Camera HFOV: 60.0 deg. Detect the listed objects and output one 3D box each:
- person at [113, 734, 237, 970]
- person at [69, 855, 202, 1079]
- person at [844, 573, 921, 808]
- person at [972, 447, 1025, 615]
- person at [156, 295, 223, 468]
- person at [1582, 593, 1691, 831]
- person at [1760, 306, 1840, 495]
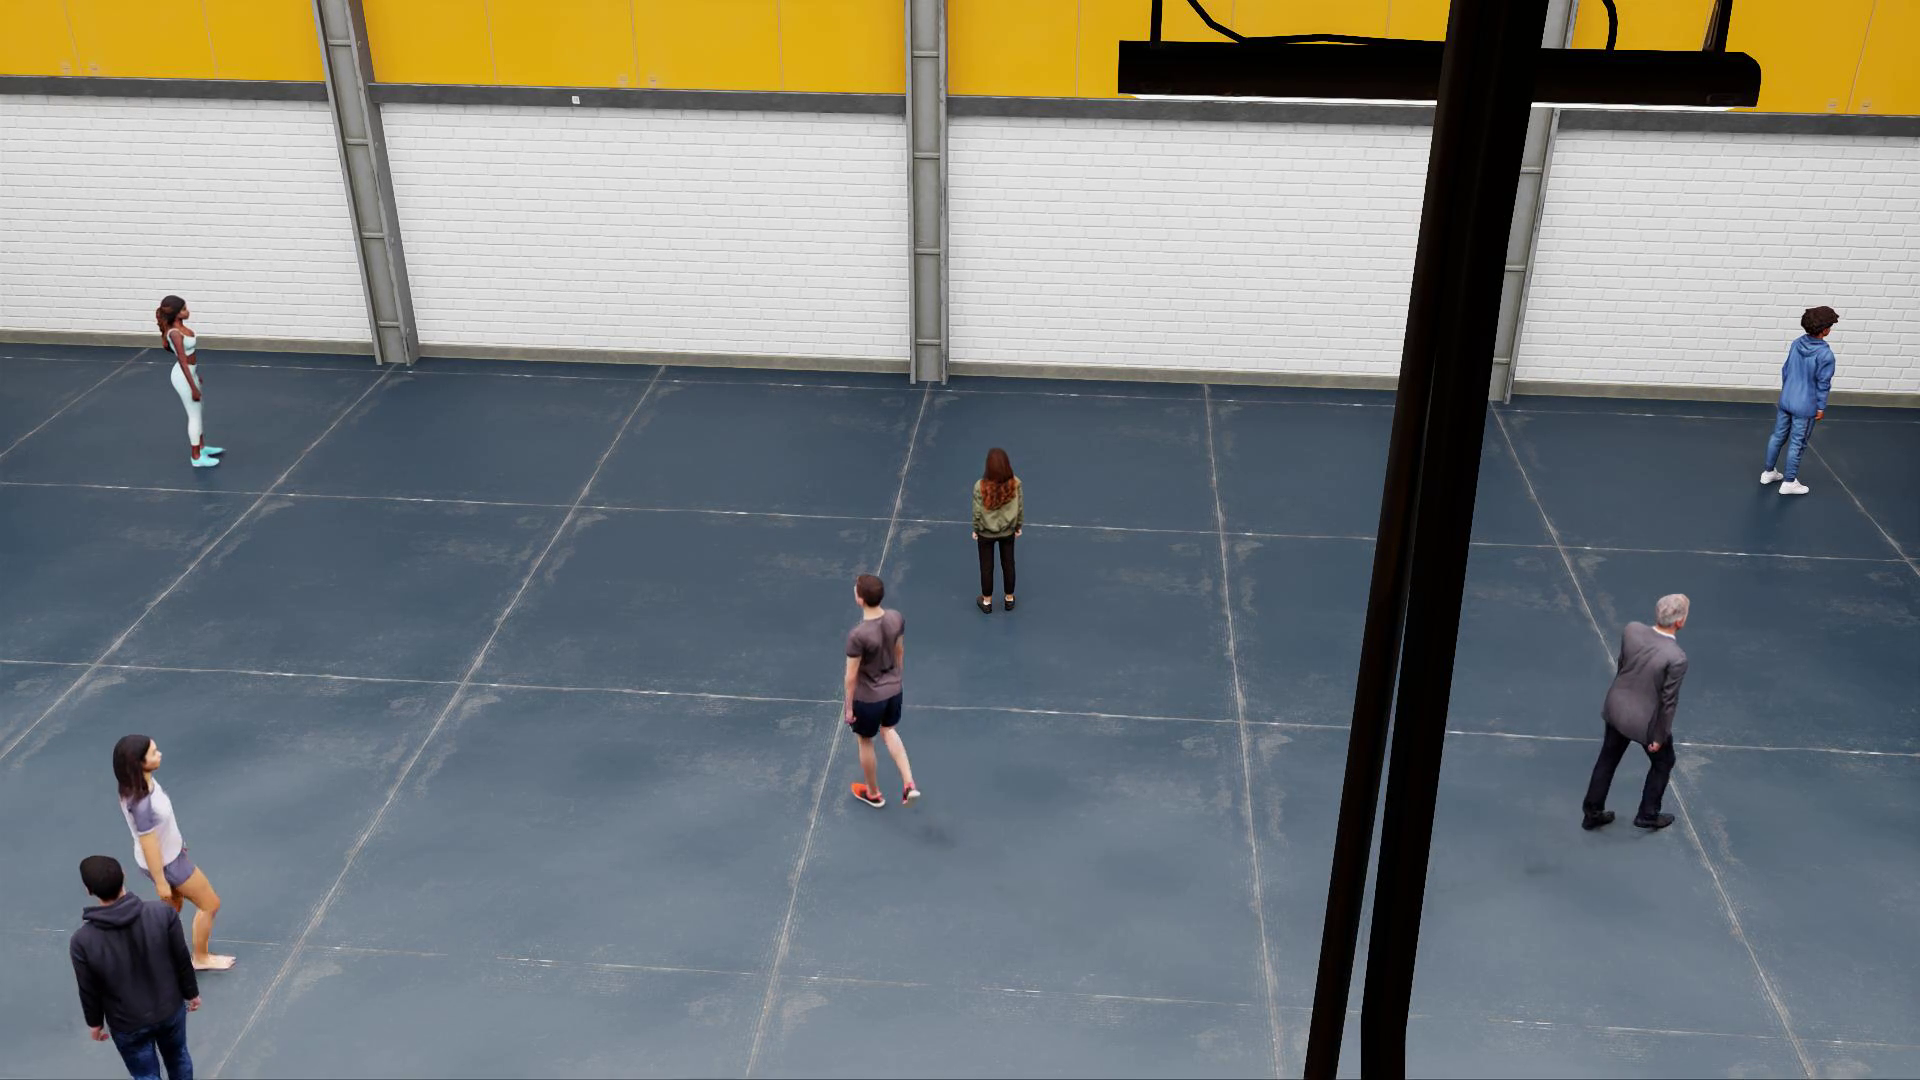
[{"bbox_3d":[-4.732,1.899,9.702,0.774,1.717,0.728,-15,32,-25],"label":"person"},{"bbox_3d":[-4.167,2.454,8.525,1.076,1.870,1.114,-20,34,-32],"label":"person"},{"bbox_3d":[-0.503,1.064,11.102,0.937,1.842,1.006,-24,37,-37],"label":"person"},{"bbox_3d":[0.303,-0.086,13.594,0.542,1.476,0.693,-6,29,-10],"label":"person"},{"bbox_3d":[-7.431,-1.534,15.993,0.650,1.719,0.647,-10,30,-18],"label":"person"},{"bbox_3d":[4.400,1.174,10.928,1.027,1.817,0.963,-16,33,-27],"label":"person"},{"bbox_3d":[7.837,-1.313,15.492,0.737,1.811,0.757,-10,30,-18],"label":"person"}]
